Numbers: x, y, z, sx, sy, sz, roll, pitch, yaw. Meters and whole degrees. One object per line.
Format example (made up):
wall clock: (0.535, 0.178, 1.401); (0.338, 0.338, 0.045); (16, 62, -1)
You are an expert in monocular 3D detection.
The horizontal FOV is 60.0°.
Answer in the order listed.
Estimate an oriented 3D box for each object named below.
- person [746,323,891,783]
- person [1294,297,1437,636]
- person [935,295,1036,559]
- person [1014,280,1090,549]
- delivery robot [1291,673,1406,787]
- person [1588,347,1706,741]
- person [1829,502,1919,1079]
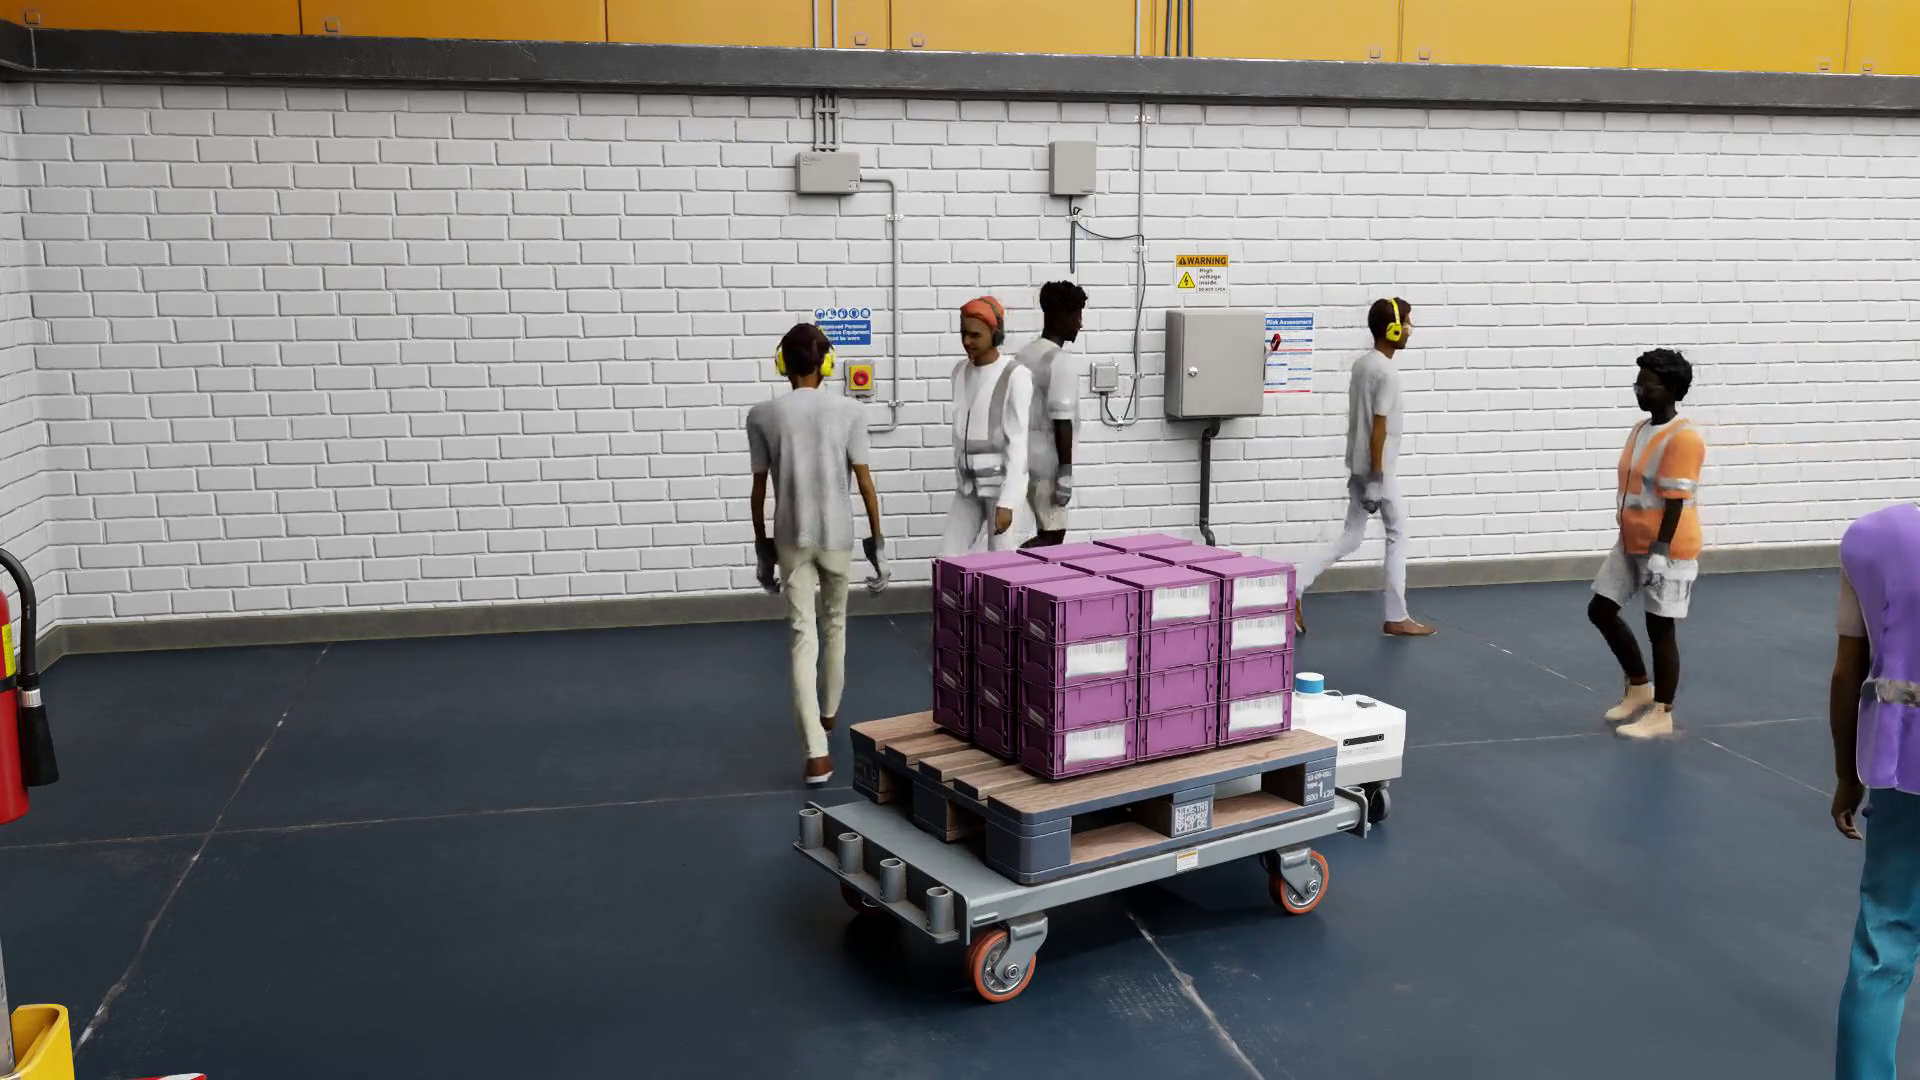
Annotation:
person: (-0.578, 0.023, 6.788); (0.559, 1.795, 0.990); (-1, 10, -7)
person: (2.126, -0.375, 8.896); (0.851, 1.843, 0.512); (-2, 10, -8)
person: (0.115, -0.226, 7.940); (0.458, 1.868, 0.590); (-9, 14, -42)
person: (0.376, -0.412, 8.843); (0.798, 1.935, 0.622); (-4, 11, -21)
delivery robot: (1.267, 0.727, 6.059); (0.707, 0.478, 0.477); (-5, 11, -24)
person: (2.912, 0.033, 7.028); (0.370, 1.684, 0.538); (-1, 10, -7)
person: (2.184, 0.564, 3.644); (0.390, 1.846, 0.565); (-9, 13, -40)
